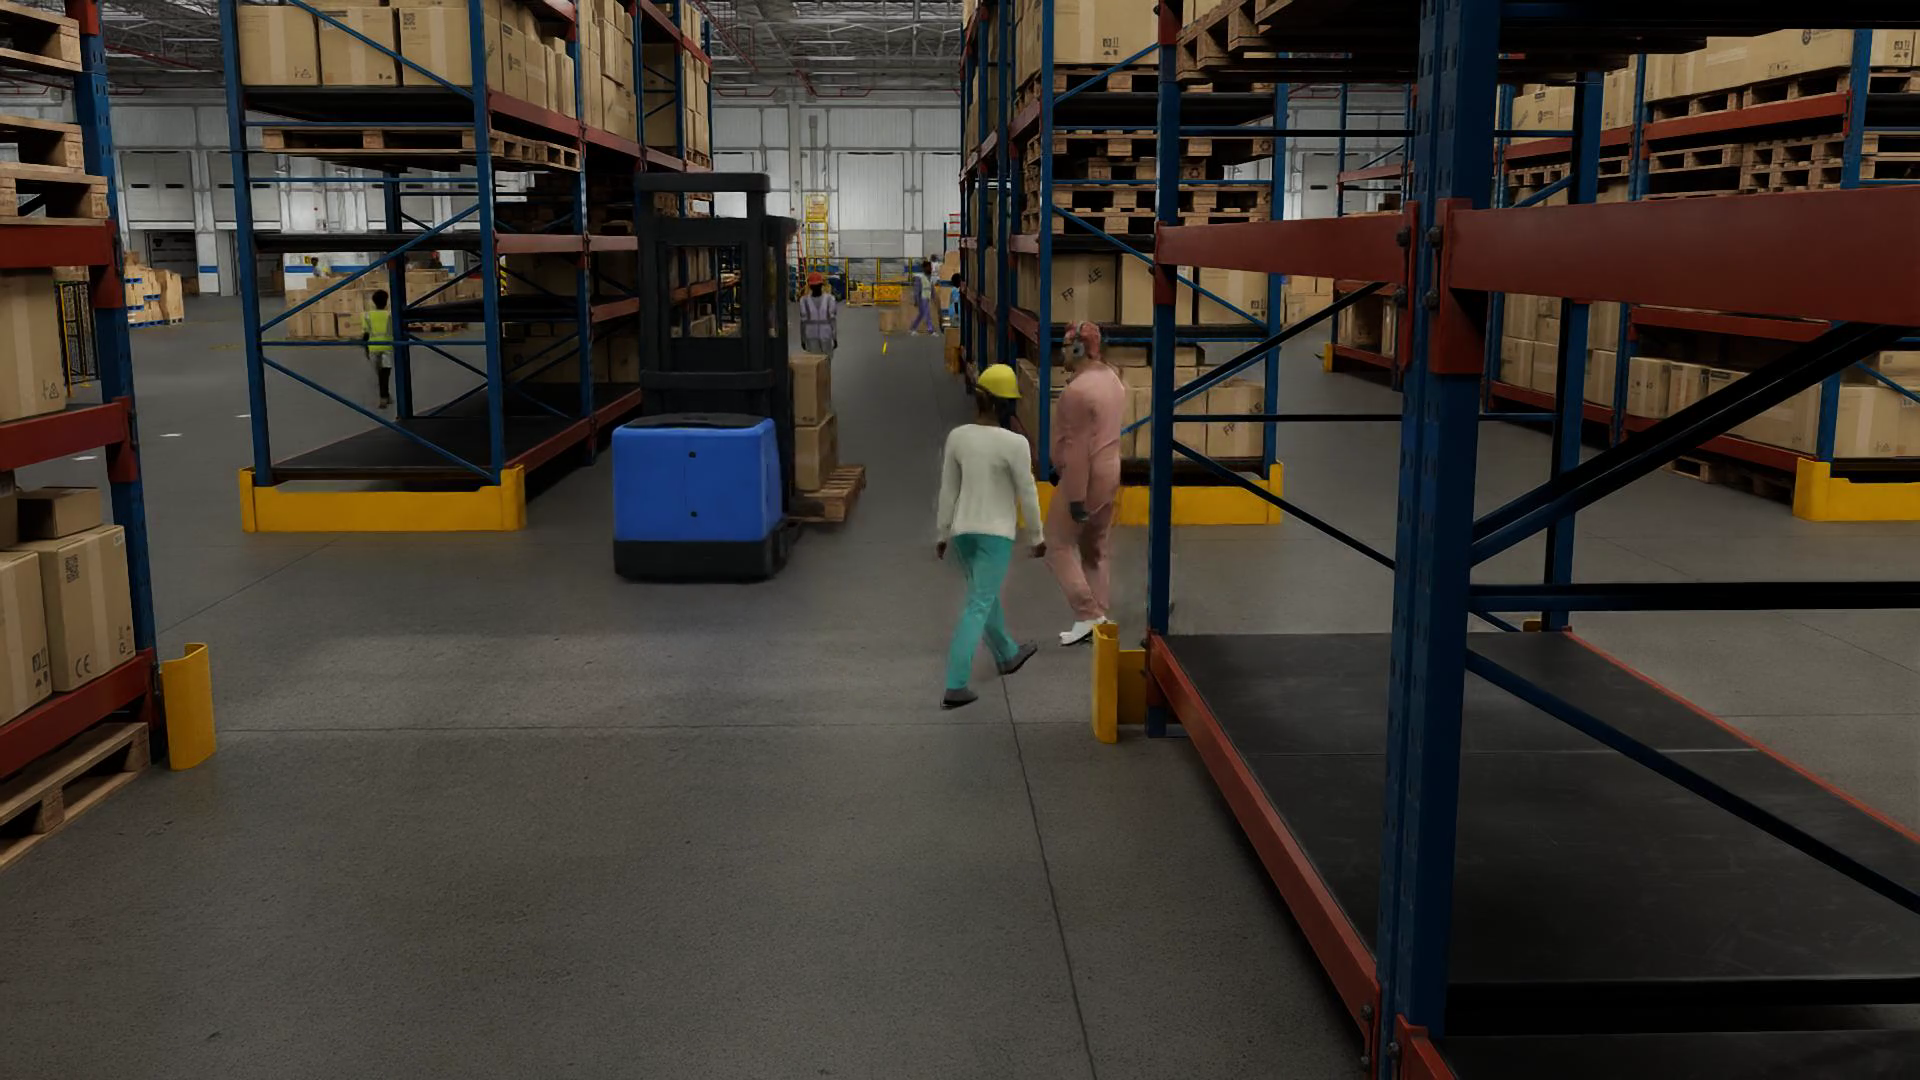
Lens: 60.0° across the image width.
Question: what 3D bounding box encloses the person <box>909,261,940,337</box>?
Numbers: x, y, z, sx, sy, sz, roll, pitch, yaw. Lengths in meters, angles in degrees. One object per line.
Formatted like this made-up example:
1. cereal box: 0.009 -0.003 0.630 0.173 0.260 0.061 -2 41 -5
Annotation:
1. person: -0.903 -5.978 41.257 1.002 1.875 0.611 6 12 32

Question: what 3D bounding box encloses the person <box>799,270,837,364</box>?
1. person: -2.109 -3.038 24.722 0.562 1.918 0.465 -1 10 -6

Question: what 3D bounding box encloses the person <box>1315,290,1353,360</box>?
1. person: 7.535 -4.416 32.585 1.010 1.847 0.664 -1 10 -7

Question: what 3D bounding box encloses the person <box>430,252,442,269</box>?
1. person: -19.456 -9.721 61.809 0.485 1.980 0.617 5 11 26

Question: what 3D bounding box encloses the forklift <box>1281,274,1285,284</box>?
1. forklift: 12.206 -10.472 63.460 1.129 2.768 1.873 0 10 -2

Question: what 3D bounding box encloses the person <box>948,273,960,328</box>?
1. person: -0.081 -4.688 34.536 0.317 1.695 0.540 -1 10 -3

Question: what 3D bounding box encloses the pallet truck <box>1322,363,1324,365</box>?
1. pallet truck: 7.712 -4.157 30.737 1.885 1.965 0.823 3 11 16

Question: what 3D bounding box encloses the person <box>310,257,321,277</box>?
1. person: -21.254 -8.374 54.664 0.782 1.841 0.549 -4 11 -19

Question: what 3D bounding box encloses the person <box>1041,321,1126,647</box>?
1. person: 0.706 -0.317 9.655 0.422 1.891 0.639 6 12 29

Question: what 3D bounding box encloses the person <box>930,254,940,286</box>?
1. person: -1.086 -10.301 65.407 0.973 1.837 0.595 -9 14 -42

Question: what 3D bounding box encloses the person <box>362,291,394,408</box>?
1. person: -8.195 -2.707 23.650 0.537 1.652 0.894 0 10 -2

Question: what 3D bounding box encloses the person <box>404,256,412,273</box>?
1. person: -19.993 -9.382 60.373 0.901 1.802 0.659 5 11 24

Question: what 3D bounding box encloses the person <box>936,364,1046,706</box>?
1. person: 0.187 -0.041 8.572 0.536 1.713 0.908 9 14 41

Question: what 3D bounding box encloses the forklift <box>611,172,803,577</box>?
1. forklift: -1.827 -1.240 12.027 1.129 2.768 1.873 0 10 2
